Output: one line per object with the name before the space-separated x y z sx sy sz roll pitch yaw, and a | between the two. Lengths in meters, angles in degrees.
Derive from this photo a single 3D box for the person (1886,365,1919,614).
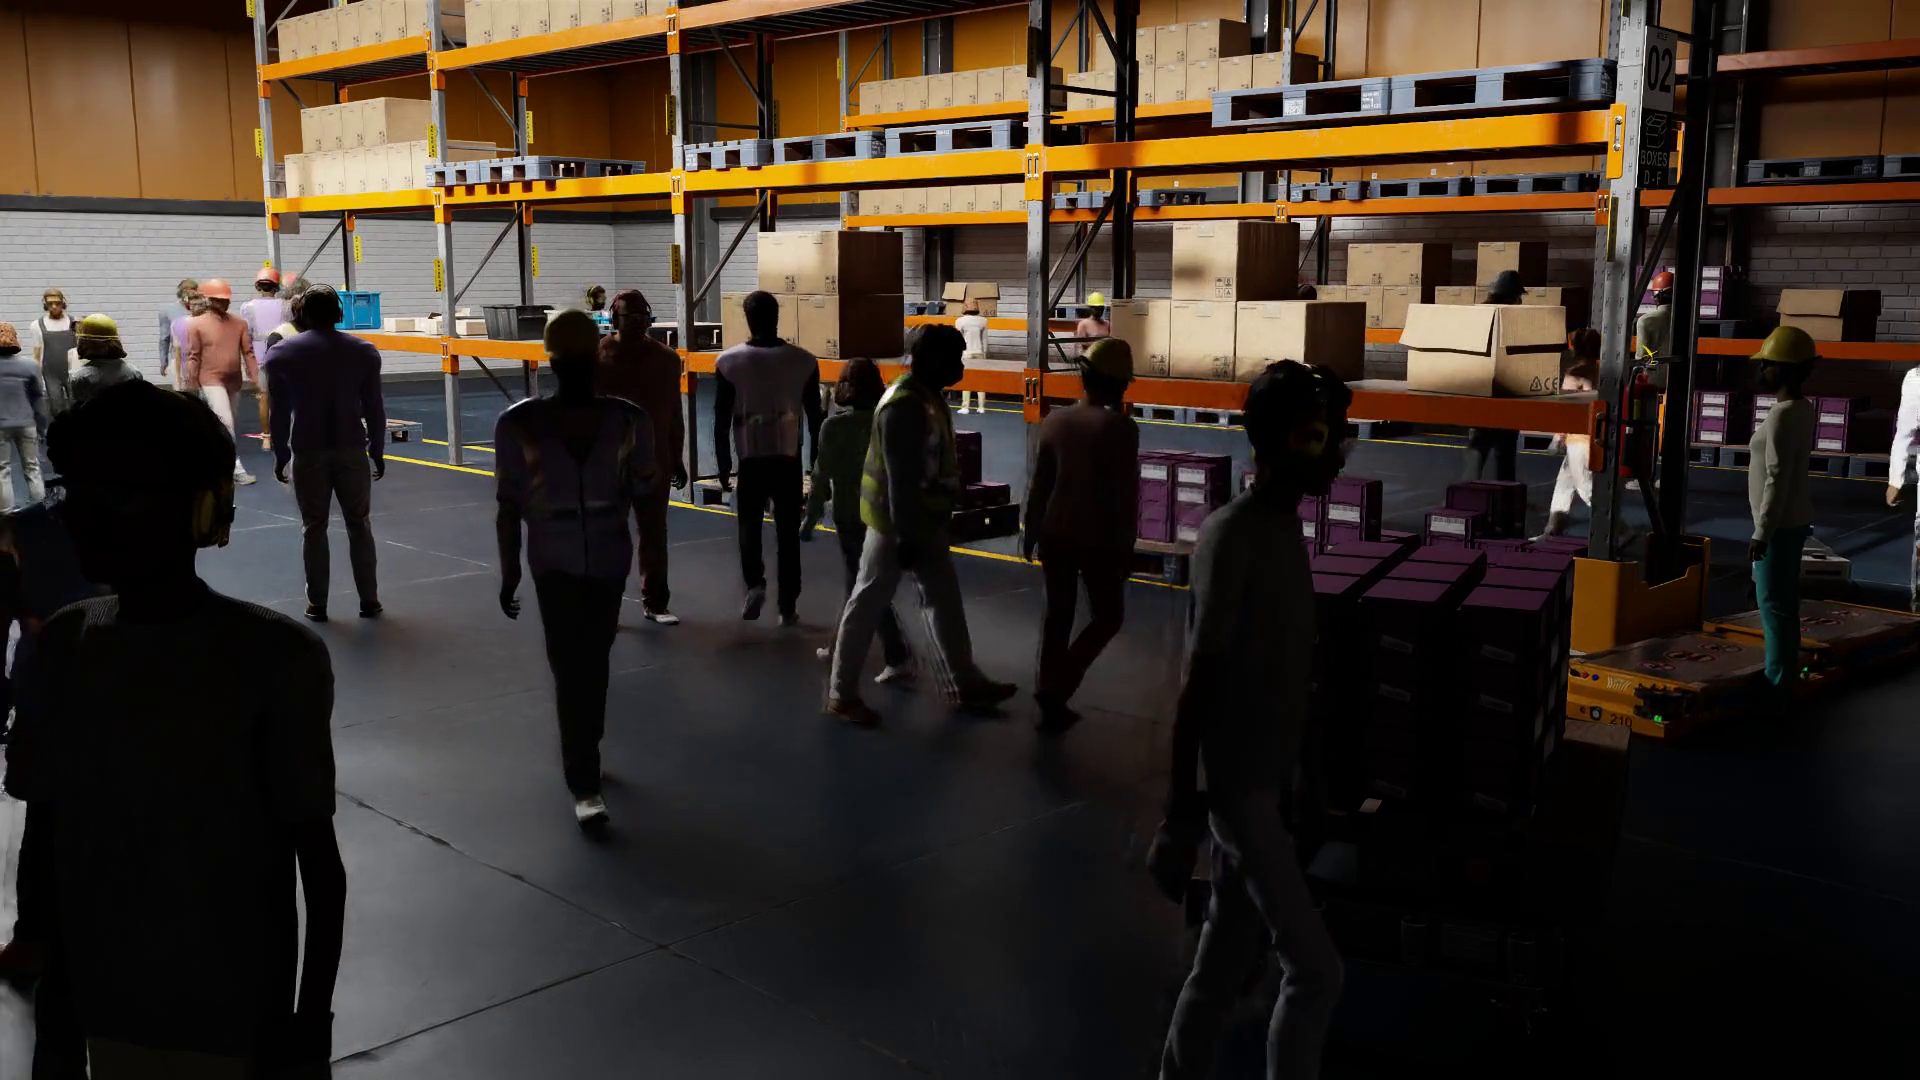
person | 5.562 -0.393 9.336 0.628 1.830 0.897 3 10 16

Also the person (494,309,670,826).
person | -1.406 0.078 6.236 0.608 1.871 0.983 -4 10 -22

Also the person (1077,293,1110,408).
person | 1.656 -2.062 19.774 0.542 1.727 0.831 -6 11 -32

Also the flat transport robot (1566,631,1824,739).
flat transport robot | 3.331 0.643 7.680 1.431 0.197 0.652 -7 12 -38

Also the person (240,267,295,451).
person | -7.655 -2.008 18.515 0.609 2.044 0.397 -3 10 -15

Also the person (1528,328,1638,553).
person | 4.503 -0.711 11.901 0.816 1.609 0.511 9 13 42

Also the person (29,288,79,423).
person | -9.261 -1.680 17.150 0.539 1.828 0.455 -5 11 -30

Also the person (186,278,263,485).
person | -7.050 -1.513 15.796 1.010 1.955 0.608 6 11 32

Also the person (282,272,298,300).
person | -8.824 -2.530 21.948 0.440 1.977 0.615 -5 10 -26

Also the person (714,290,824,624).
person | -1.064 -0.452 9.418 0.622 1.900 0.435 0 9 -3

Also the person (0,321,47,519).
person | -7.151 -0.827 12.525 0.507 1.632 0.264 -9 13 -44

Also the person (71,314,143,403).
person | -5.354 -0.546 10.472 0.294 1.744 0.487 4 10 23

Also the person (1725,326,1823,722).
person | 3.655 -0.069 7.467 0.308 1.772 0.525 6 11 34

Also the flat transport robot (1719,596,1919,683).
flat transport robot | 4.442 0.498 8.568 1.431 0.197 0.652 -7 11 -35

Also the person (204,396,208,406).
person | -9.223 -2.145 20.416 0.541 1.696 0.316 -7 11 -35

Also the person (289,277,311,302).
person | -8.176 -2.340 20.957 0.891 1.905 0.647 -9 13 -44

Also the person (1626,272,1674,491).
person | 6.378 -1.432 15.133 0.613 1.994 0.382 -3 10 -15

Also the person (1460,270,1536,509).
person | 4.544 -1.260 13.940 0.550 2.000 0.686 6 11 33

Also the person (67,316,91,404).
person | -7.289 -1.062 13.989 0.546 1.622 0.412 2 10 15

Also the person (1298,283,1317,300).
person | 2.665 -1.051 13.067 0.399 1.910 0.643 8 12 41

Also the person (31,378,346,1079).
person | -1.121 0.707 2.385 0.510 1.877 0.328 2 10 14

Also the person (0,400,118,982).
person | -2.485 0.450 4.628 0.755 1.675 0.328 1 9 8

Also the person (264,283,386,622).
person | -3.631 -0.498 9.578 0.630 1.938 0.366 -4 10 -21

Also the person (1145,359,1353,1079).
person | 0.705 0.548 3.491 0.750 1.830 0.560 5 10 26

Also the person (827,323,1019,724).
person | -0.197 -0.074 7.457 0.850 1.793 0.649 2 10 13

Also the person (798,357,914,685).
person | -0.482 -0.102 8.210 0.844 1.592 0.514 9 13 44

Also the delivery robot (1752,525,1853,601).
delivery robot | 4.812 0.156 9.514 0.477 0.478 0.707 1 9 8

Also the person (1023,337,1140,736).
person | 0.482 0.005 7.121 0.630 1.737 0.524 8 12 39

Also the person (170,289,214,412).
person | -7.974 -1.732 17.541 0.569 1.816 0.495 -3 10 -16

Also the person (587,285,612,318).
person | -4.311 -2.091 19.691 0.887 1.837 0.526 5 10 26

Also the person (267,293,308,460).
person | -5.446 -1.143 13.886 0.456 1.832 0.640 7 12 36

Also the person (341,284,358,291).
person | -9.055 -2.924 24.777 0.599 1.830 0.404 2 9 12

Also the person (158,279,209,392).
person | -8.772 -2.008 18.972 0.633 1.891 0.975 -5 10 -28

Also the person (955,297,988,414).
person | 0.154 -2.575 23.274 0.495 1.627 0.286 -4 10 -23

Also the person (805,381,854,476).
person | -1.253 -1.574 16.114 0.616 1.955 0.361 4 10 21

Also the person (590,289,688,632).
person | -1.830 -0.445 9.351 0.640 1.909 0.401 -5 11 -30

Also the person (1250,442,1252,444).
person | 2.686 -1.232 13.824 0.618 2.025 0.516 -9 13 -43
